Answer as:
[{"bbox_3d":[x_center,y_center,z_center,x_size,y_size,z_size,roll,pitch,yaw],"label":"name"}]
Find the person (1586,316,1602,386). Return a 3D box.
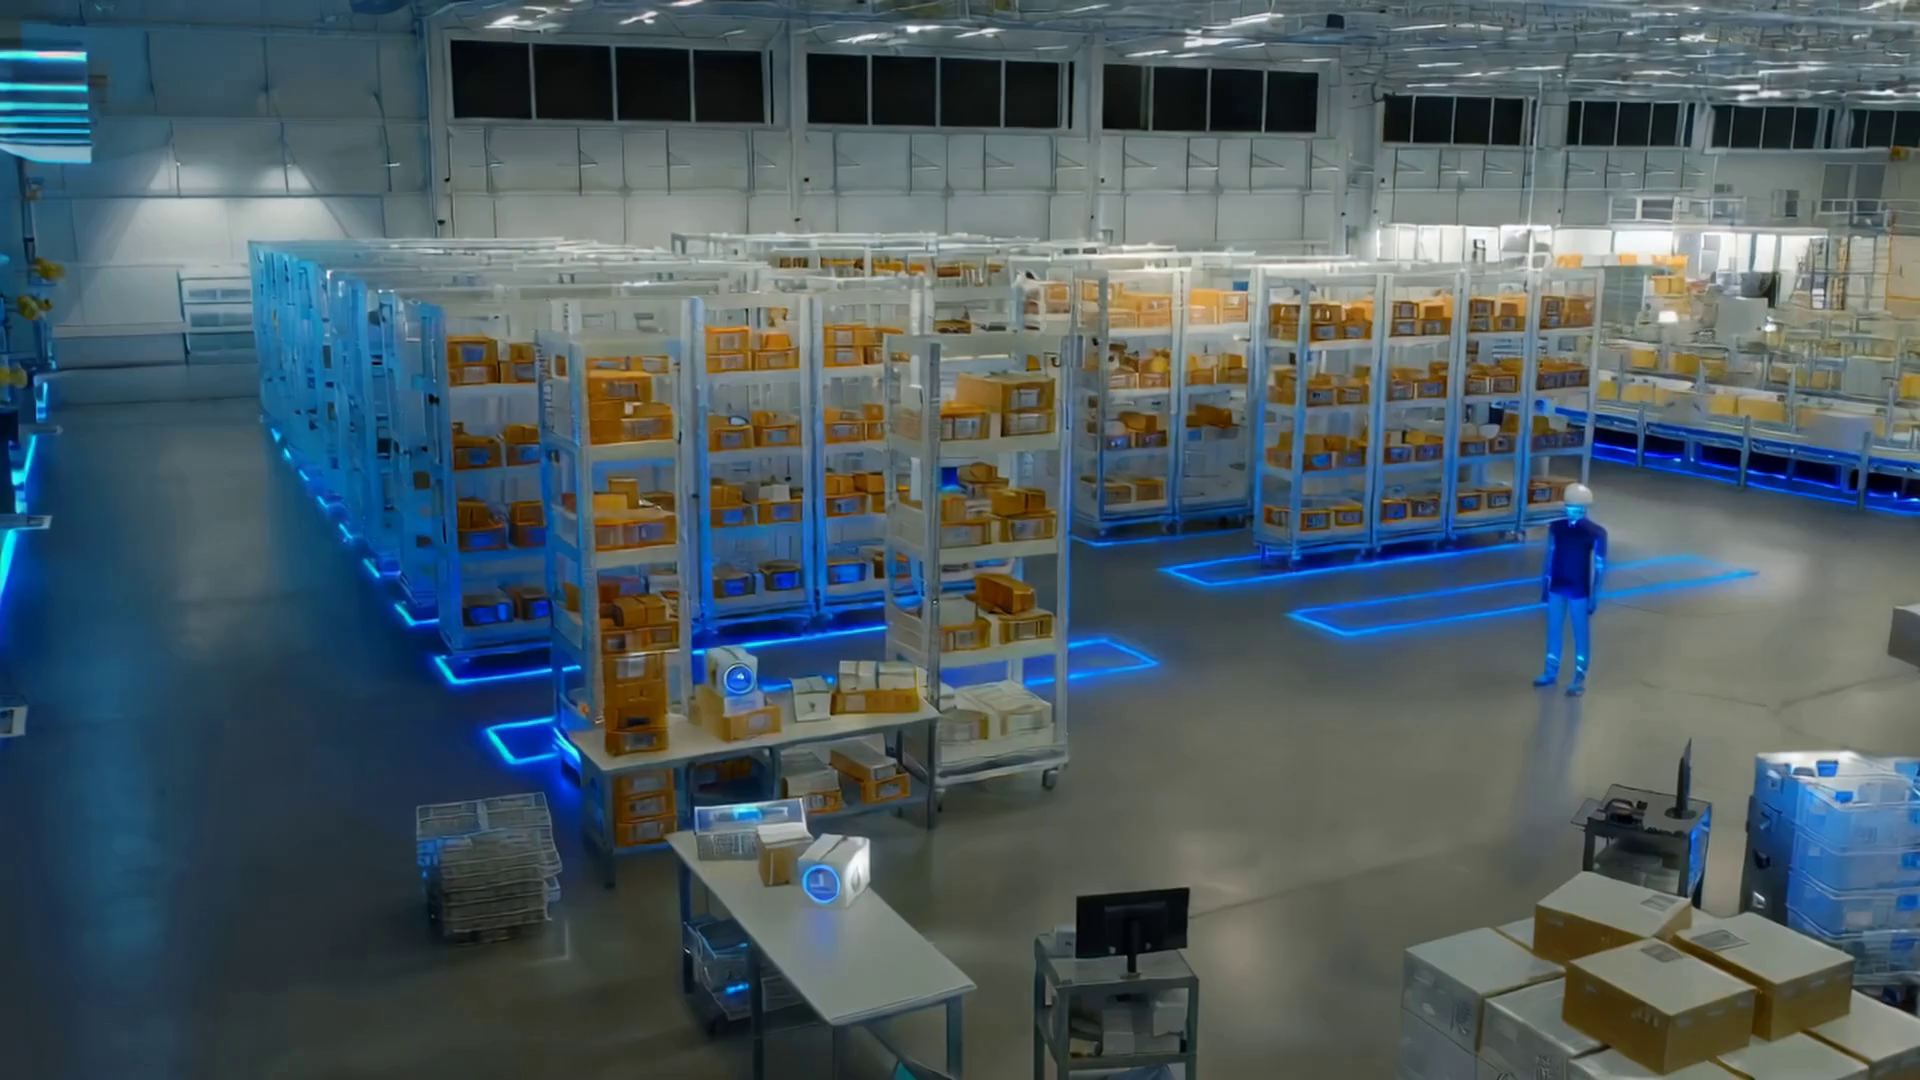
[{"bbox_3d":[14.345,-4.187,37.731,0.318,1.764,0.522,-2,12,-7],"label":"person"}]

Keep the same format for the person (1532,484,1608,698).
[{"bbox_3d":[5.676,0.458,15.455,0.375,1.995,0.609,-9,15,-35],"label":"person"}]

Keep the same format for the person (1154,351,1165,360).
[{"bbox_3d":[4.585,-4.333,38.304,0.610,1.812,0.666,2,12,7],"label":"person"}]
